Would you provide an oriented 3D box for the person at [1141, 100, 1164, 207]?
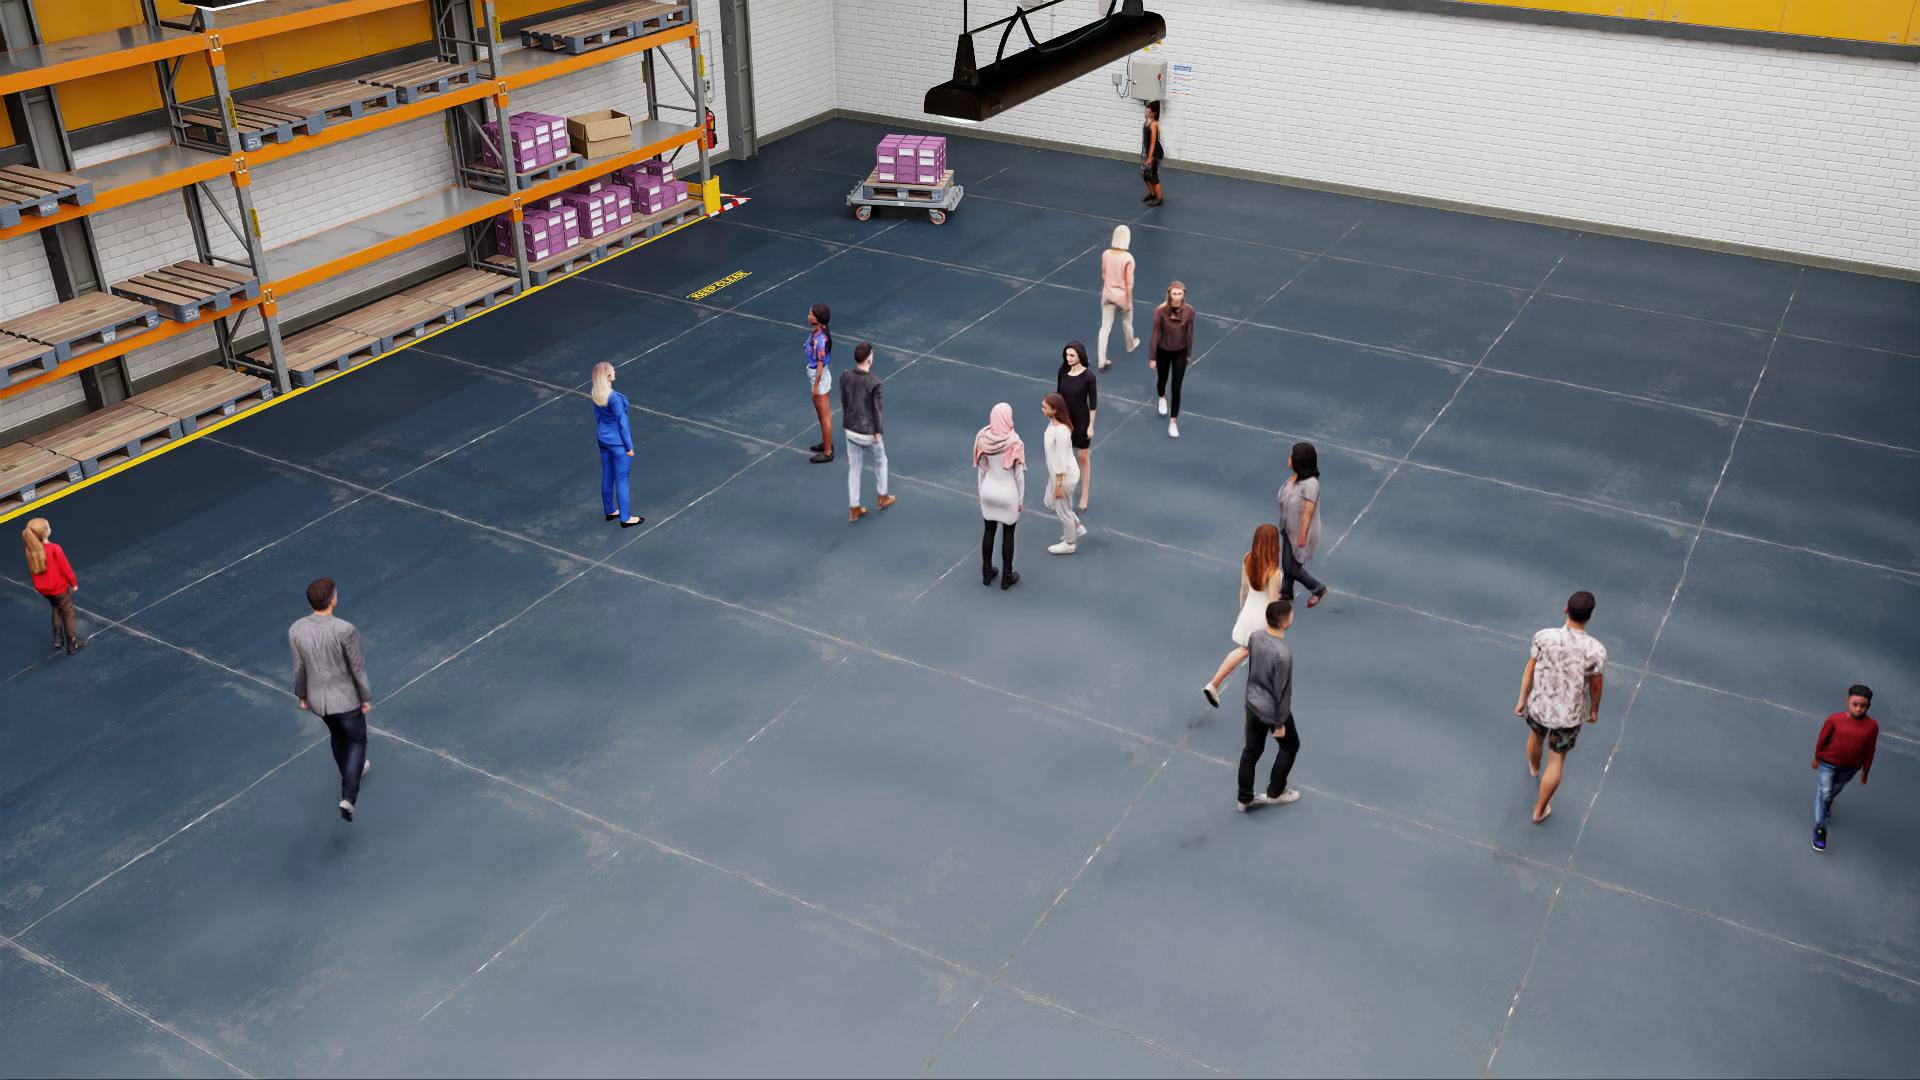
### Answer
[{"bbox_3d":[2.971,-5.869,25.233,0.798,1.641,0.735,0,29,-1],"label":"person"}]

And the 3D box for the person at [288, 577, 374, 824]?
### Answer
[{"bbox_3d":[-4.552,1.201,12.066,1.021,1.839,1.215,1,29,2],"label":"person"}]

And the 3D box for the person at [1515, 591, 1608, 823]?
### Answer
[{"bbox_3d":[4.307,1.243,12.044,0.703,1.786,1.006,15,32,25],"label":"person"}]

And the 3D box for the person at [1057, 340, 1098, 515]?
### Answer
[{"bbox_3d":[1.132,-1.117,16.353,0.625,1.802,0.531,19,34,31],"label":"person"}]

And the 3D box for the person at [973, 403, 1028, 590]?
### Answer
[{"bbox_3d":[0.360,-0.404,15.046,0.654,1.802,0.636,10,30,17],"label":"person"}]

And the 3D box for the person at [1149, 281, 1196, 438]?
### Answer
[{"bbox_3d":[2.301,-2.043,18.196,0.997,1.664,1.209,0,29,0],"label":"person"}]

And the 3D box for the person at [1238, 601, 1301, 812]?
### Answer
[{"bbox_3d":[2.174,1.246,12.075,0.864,1.750,0.802,-16,32,-26],"label":"person"}]

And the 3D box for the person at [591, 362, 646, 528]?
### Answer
[{"bbox_3d":[-3.365,-0.934,16.124,0.667,1.701,0.631,25,37,37],"label":"person"}]

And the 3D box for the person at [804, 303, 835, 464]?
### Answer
[{"bbox_3d":[-1.457,-1.660,17.411,0.727,1.742,0.625,-1,29,-2],"label":"person"}]

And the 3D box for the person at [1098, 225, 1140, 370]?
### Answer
[{"bbox_3d":[1.801,-2.825,19.623,0.636,1.670,1.113,17,33,28],"label":"person"}]

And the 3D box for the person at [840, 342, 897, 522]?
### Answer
[{"bbox_3d":[-0.988,-1.015,16.151,0.697,1.817,0.844,12,31,20],"label":"person"}]

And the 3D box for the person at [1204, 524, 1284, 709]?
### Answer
[{"bbox_3d":[2.309,0.657,13.212,1.037,1.696,0.831,-17,33,-28],"label":"person"}]

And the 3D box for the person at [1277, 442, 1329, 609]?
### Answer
[{"bbox_3d":[3.070,-0.114,14.728,0.879,1.597,0.829,-1,29,-2],"label":"person"}]

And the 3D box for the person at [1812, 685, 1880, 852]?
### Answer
[{"bbox_3d":[6.369,1.567,12.034,0.634,1.226,0.912,9,30,16],"label":"person"}]

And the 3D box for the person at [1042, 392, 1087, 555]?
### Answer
[{"bbox_3d":[1.028,-0.622,15.587,0.873,1.667,0.813,-5,29,-9],"label":"person"}]

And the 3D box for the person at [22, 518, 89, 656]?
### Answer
[{"bbox_3d":[-7.715,0.417,14.092,0.576,1.274,0.604,3,29,6],"label":"person"}]
